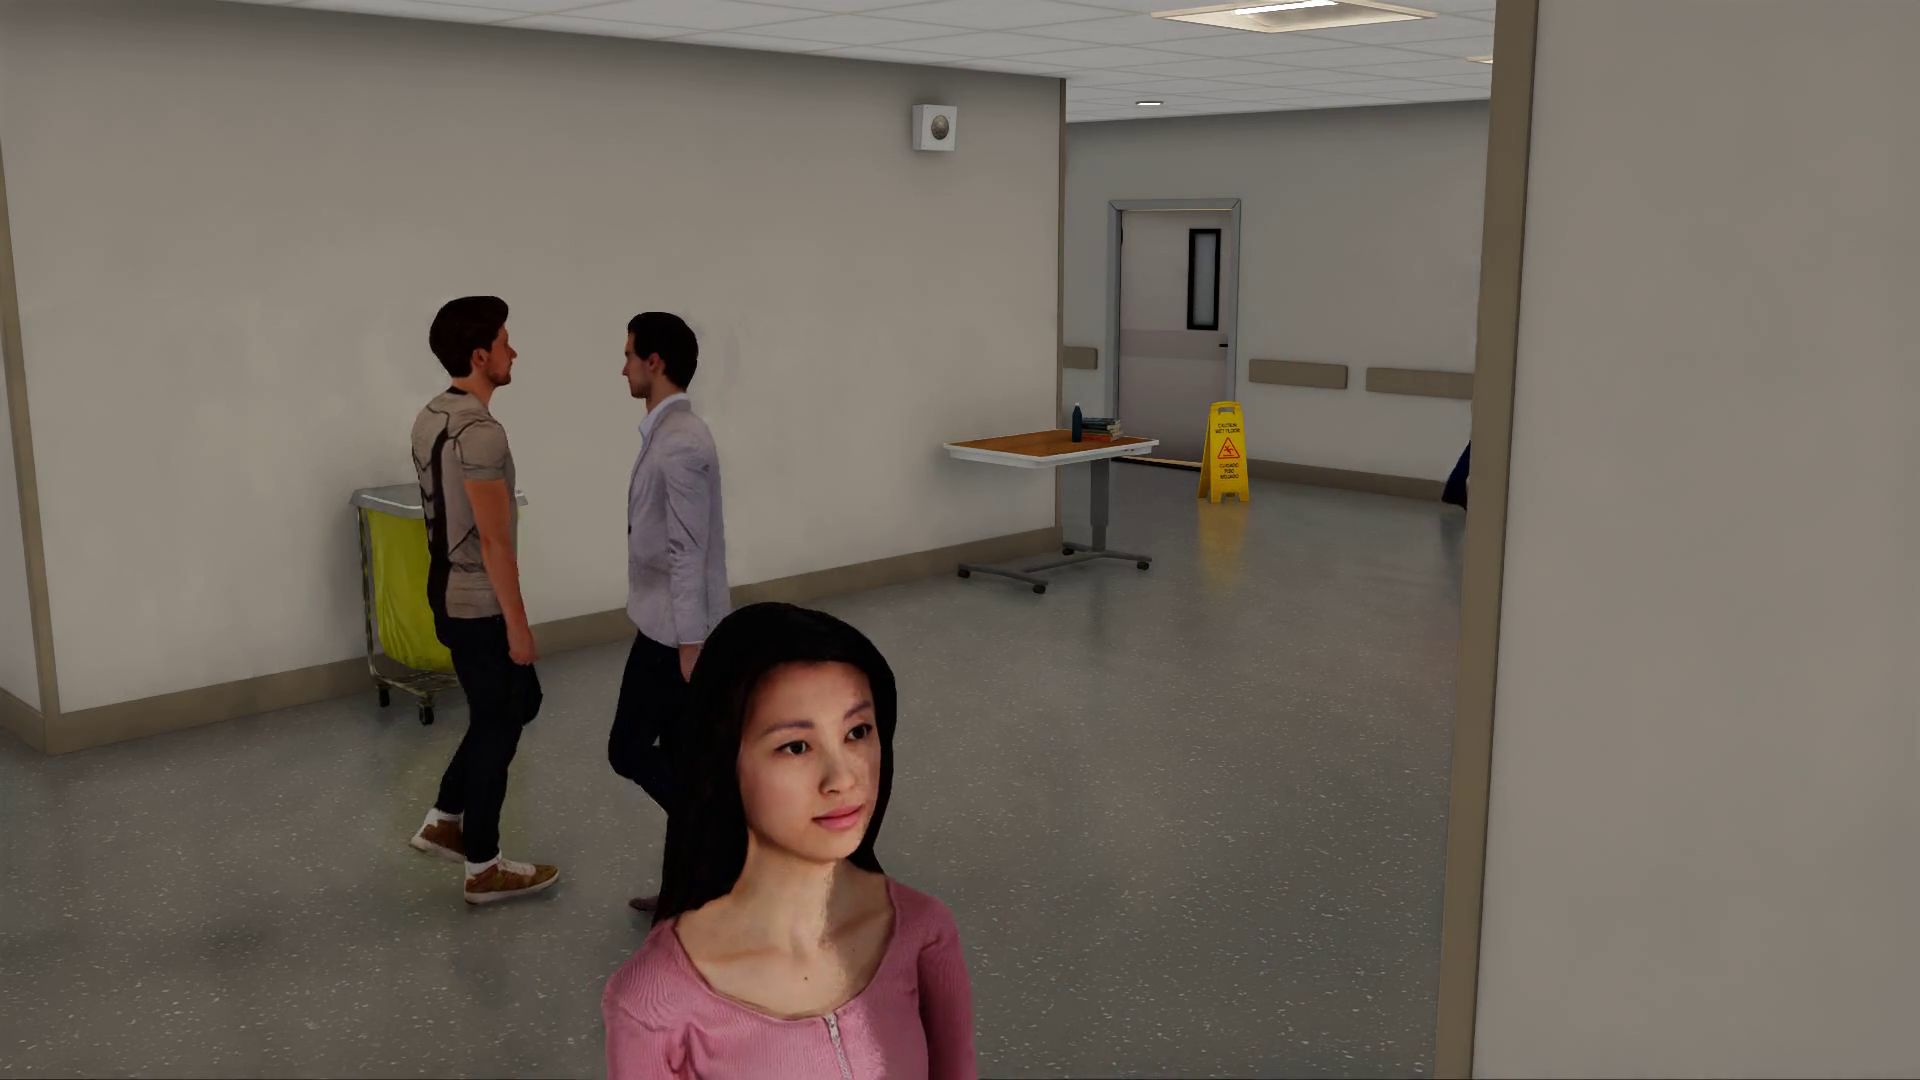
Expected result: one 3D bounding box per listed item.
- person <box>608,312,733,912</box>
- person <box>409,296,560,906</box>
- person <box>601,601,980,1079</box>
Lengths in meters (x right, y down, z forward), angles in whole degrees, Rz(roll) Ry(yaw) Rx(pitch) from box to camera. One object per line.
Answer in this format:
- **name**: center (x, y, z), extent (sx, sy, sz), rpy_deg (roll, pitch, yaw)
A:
- **person**: center (-0.757, 0.249, 5.009), extent (0.878, 1.829, 0.797), rpy_deg (-2, 11, -9)
- **person**: center (-1.550, 0.216, 5.053), extent (0.799, 1.877, 0.704), rpy_deg (-7, 13, -32)
- **person**: center (-0.211, 0.917, 1.838), extent (0.702, 1.698, 1.133), rpy_deg (-8, 14, -37)
